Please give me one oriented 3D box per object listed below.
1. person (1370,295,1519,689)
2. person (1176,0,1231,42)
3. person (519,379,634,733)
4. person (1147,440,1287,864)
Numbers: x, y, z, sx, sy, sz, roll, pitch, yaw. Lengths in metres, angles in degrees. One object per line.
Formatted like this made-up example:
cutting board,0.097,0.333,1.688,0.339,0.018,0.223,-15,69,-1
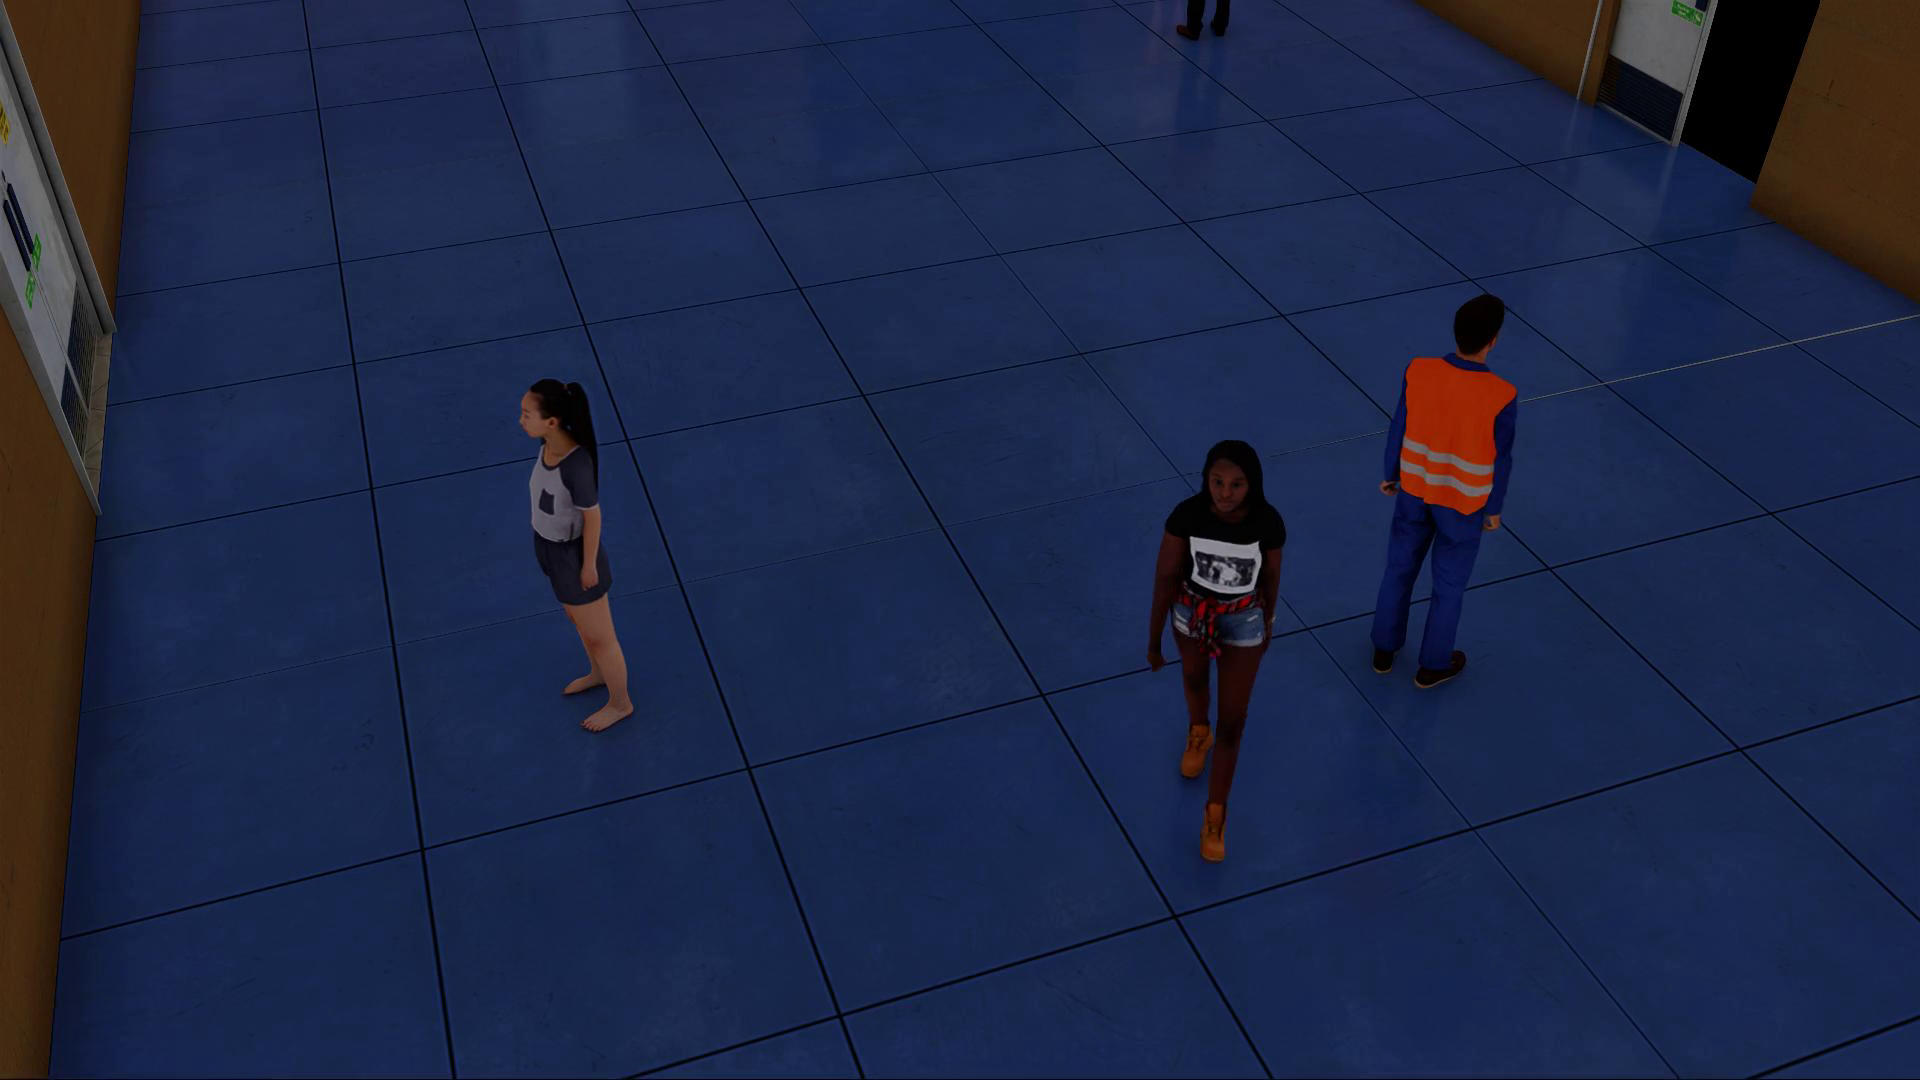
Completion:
person,2.015,-0.182,6.954,0.791,1.864,0.798,26,44,30
person,2.037,-4.922,13.361,0.508,1.755,0.703,-12,38,-15
person,-1.565,0.059,6.811,0.569,1.650,0.630,-19,41,-24
person,1.001,0.296,6.458,1.059,1.694,1.031,9,38,11
